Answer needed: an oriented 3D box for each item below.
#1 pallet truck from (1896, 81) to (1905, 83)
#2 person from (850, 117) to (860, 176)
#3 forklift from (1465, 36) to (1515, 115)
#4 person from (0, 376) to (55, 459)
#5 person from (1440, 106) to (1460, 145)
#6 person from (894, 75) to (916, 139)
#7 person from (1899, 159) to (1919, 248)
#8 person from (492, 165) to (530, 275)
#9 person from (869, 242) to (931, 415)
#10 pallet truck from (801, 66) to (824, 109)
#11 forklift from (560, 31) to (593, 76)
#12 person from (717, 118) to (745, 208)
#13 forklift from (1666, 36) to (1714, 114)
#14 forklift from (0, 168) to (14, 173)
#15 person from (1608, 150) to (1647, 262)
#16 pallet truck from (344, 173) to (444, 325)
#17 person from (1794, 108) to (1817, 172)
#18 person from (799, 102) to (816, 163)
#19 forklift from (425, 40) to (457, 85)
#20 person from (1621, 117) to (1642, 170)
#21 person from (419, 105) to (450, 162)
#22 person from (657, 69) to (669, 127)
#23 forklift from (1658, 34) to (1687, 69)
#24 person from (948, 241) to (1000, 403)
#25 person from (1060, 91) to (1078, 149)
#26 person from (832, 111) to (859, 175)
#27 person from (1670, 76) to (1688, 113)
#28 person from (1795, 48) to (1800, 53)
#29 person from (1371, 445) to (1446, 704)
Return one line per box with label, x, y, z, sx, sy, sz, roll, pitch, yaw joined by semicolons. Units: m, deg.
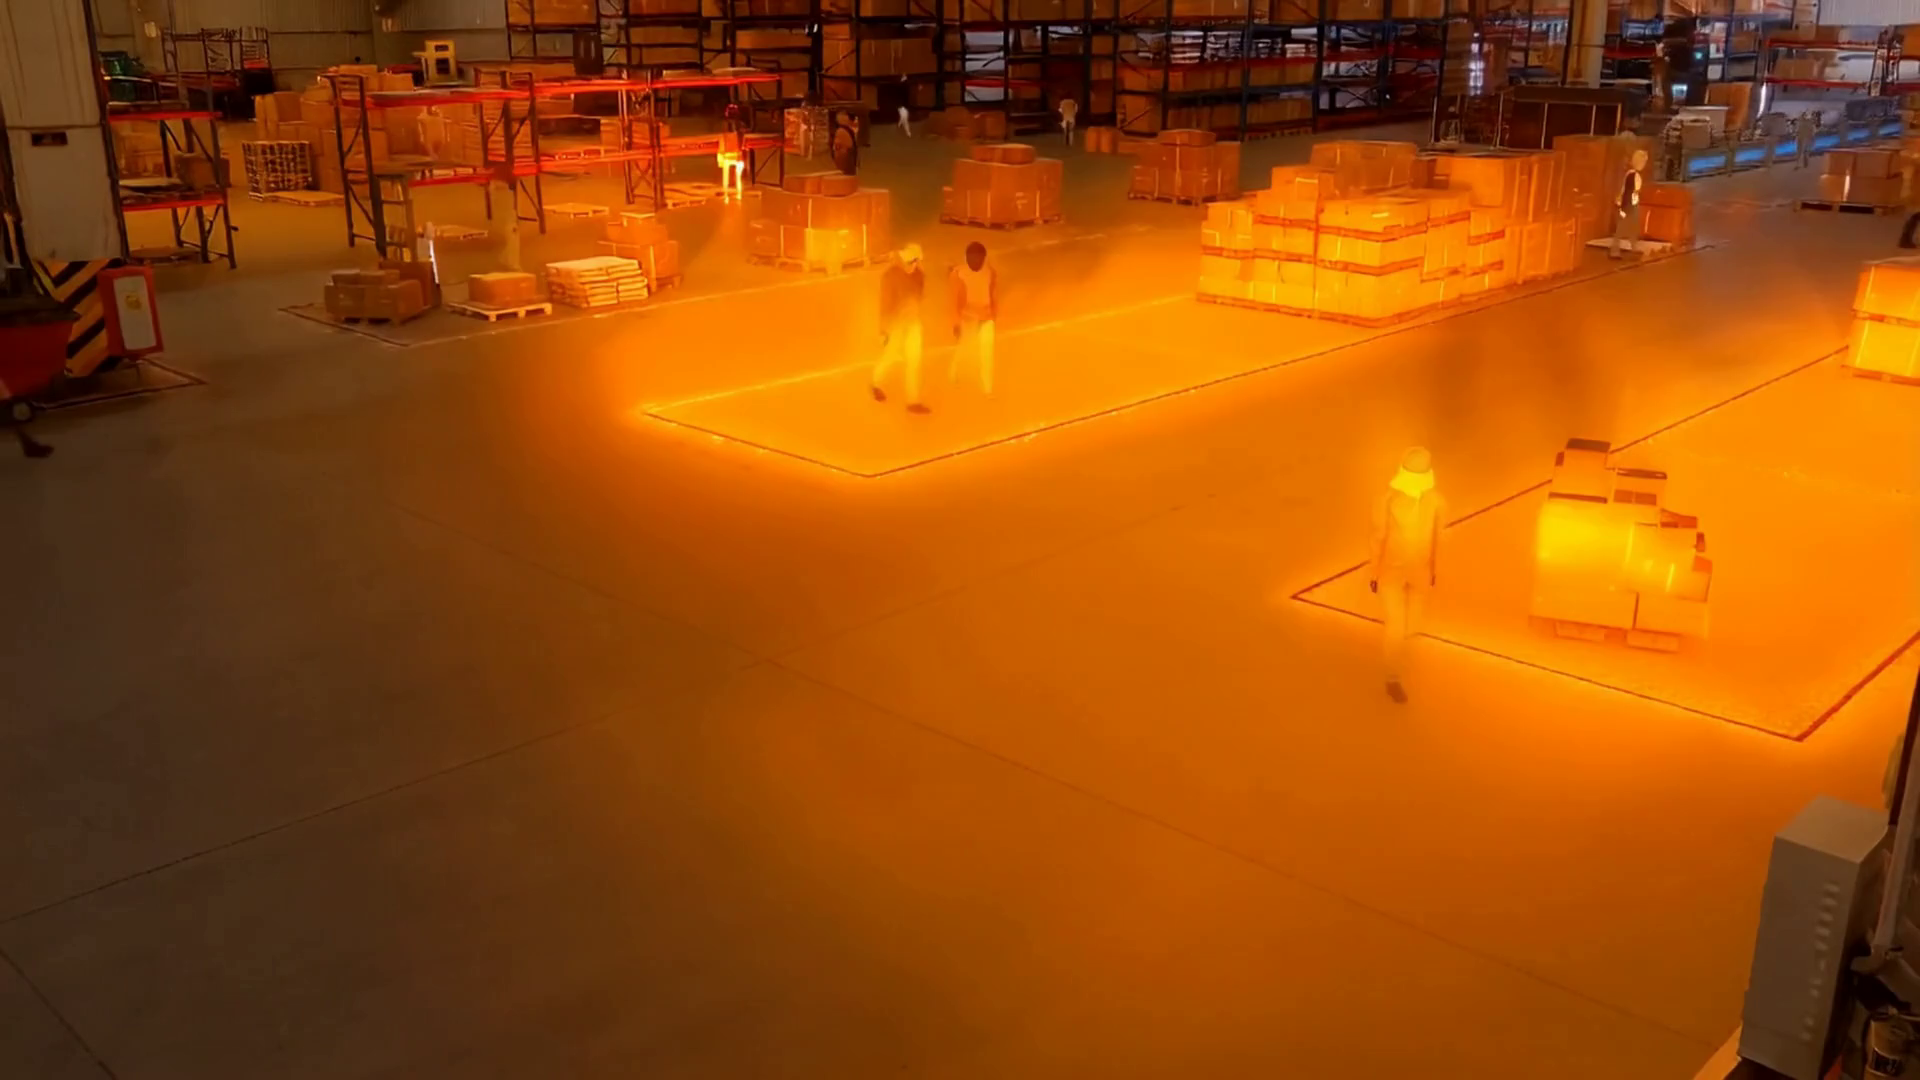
pallet truck;34.802;-16.331;61.455;0.653;1.274;1.630;17;25;41
person;-2.312;-8.283;36.328;0.335;1.865;0.519;5;19;15
forklift;19.973;-17.201;61.605;1.873;2.768;1.129;16;24;40
person;-9.651;-1.682;16.414;1.017;1.879;0.561;0;18;1
person;11.440;-9.156;38.866;0.385;1.929;0.539;-10;21;-28
person;-1.749;-13.546;52.061;1.057;1.941;0.634;17;25;41
person;17.345;-6.232;30.052;0.420;1.920;0.579;15;23;37
person;-7.359;-5.200;27.115;0.463;1.821;0.651;-7;19;-19
person;-0.683;-2.388;18.547;0.660;1.882;0.954;-17;25;-41
pallet truck;-4.812;-15.182;56.903;0.823;1.965;1.885;-9;21;-26
forklift;-15.607;-19.587;68.793;1.129;2.768;1.873;17;25;41
person;-4.899;-8.068;35.646;0.584;1.882;0.346;-6;19;-16
forklift;27.341;-17.291;61.877;1.129;2.768;1.873;17;25;41
forklift;-24.914;-10.604;41.730;1.129;2.768;1.873;17;25;41
person;11.650;-5.753;28.657;0.792;1.887;0.609;9;20;24
pallet truck;-8.209;-4.181;23.757;0.823;1.965;1.885;3;19;9
person;21.741;-10.300;42.783;0.512;1.614;0.503;16;24;40
person;-4.083;-11.033;44.984;0.521;1.617;0.648;10;21;28
forklift;-17.704;-15.690;57.052;1.873;2.768;1.129;17;25;41
person;14.937;-8.445;36.912;0.592;1.806;0.806;-17;25;-42
person;-12.910;-9.791;40.823;0.632;1.903;0.970;-14;23;-36
person;-10.105;-15.011;56.530;0.588;1.911;0.396;12;22;32
forklift;27.844;-18.435;65.323;1.129;2.768;1.873;17;25;41
person;0.151;-2.540;19.122;0.621;1.818;0.871;-4;19;-12
person;3.192;-12.369;48.967;0.540;1.659;0.873;3;19;9
person;-2.506;-8.197;35.789;0.536;2.000;0.673;10;21;27
person;24.659;-15.009;56.918;0.672;1.674;0.318;7;19;19
person;41.871;-23.781;83.269;0.594;1.699;0.838;-8;20;-22
person;2.939;0.181;11.045;0.490;1.727;0.594;-1;18;-4
